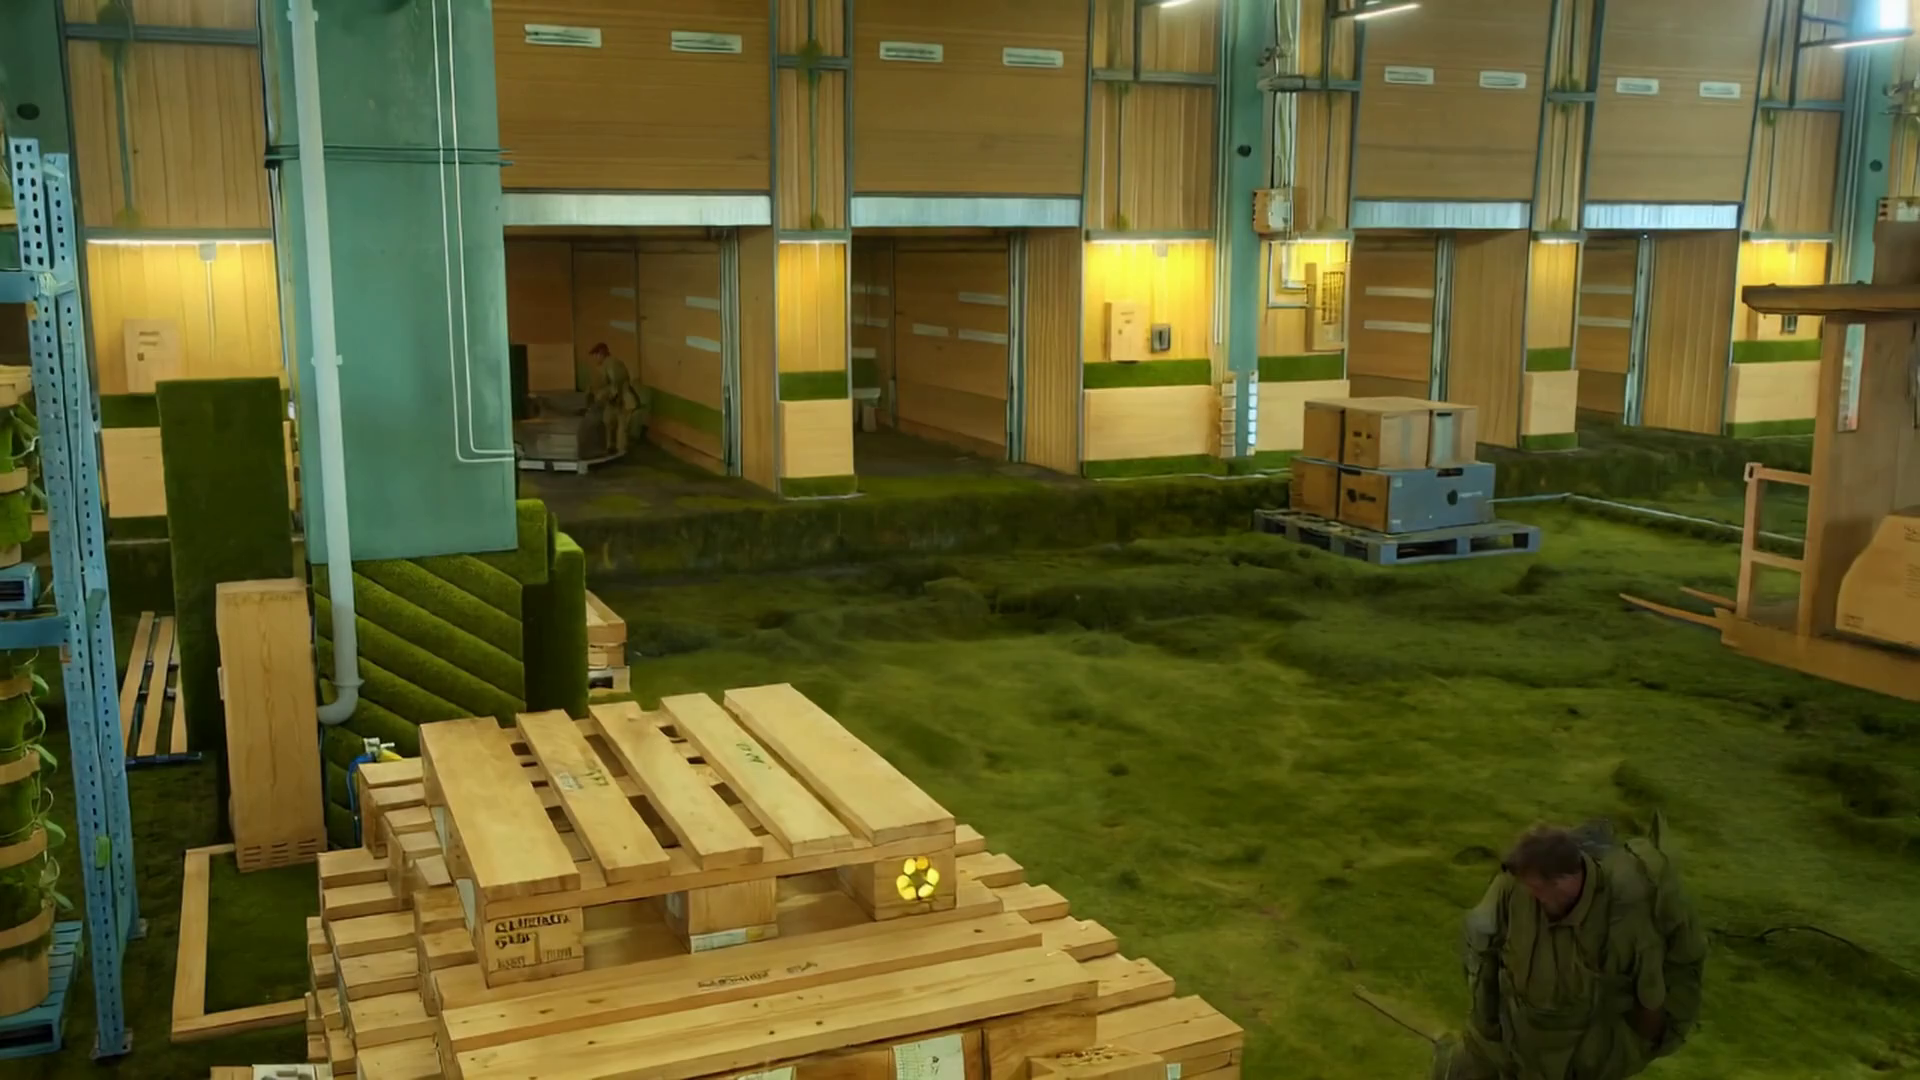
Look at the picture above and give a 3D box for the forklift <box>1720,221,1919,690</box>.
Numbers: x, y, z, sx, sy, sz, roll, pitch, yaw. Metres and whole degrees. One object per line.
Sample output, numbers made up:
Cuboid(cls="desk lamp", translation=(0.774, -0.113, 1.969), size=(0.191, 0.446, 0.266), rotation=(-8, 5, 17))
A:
Cuboid(cls="forklift", translation=(5.954, -0.550, 10.217), size=(1.129, 2.768, 1.873), rotation=(-4, 11, -23))
